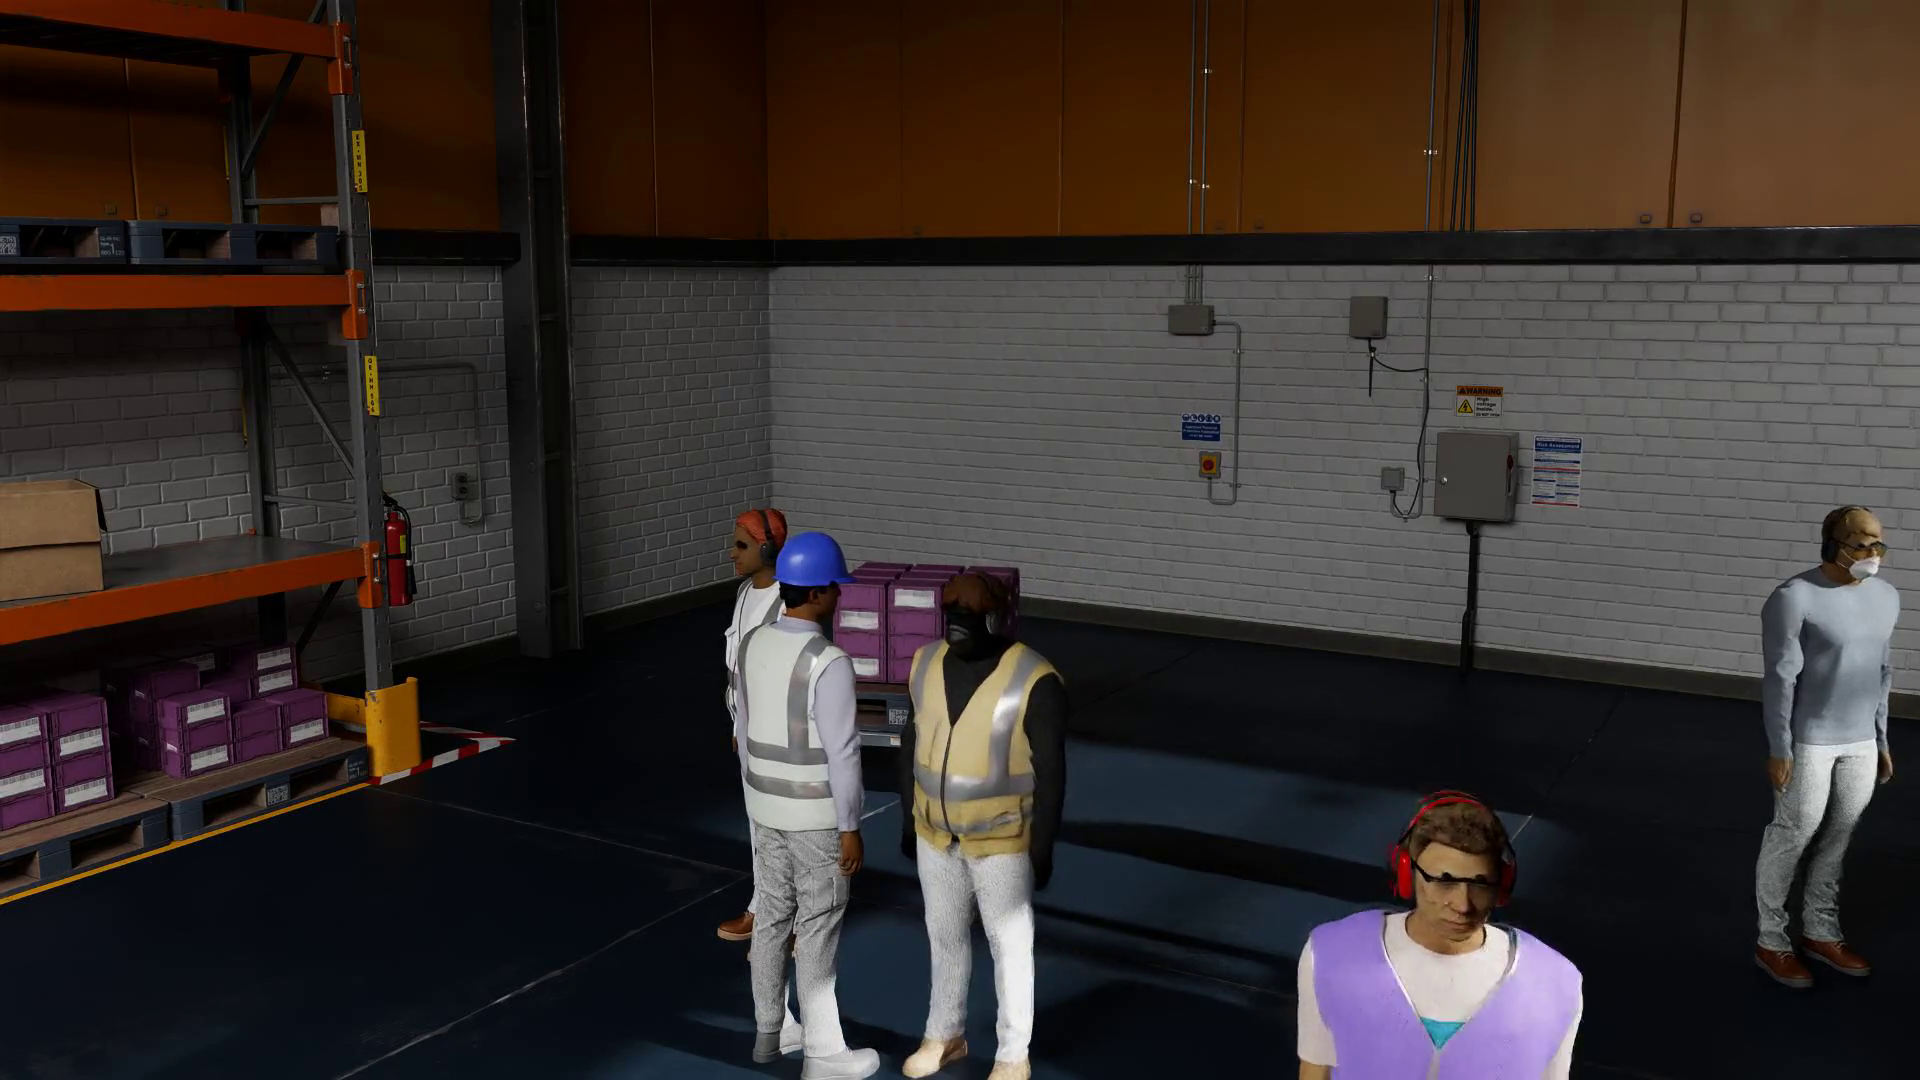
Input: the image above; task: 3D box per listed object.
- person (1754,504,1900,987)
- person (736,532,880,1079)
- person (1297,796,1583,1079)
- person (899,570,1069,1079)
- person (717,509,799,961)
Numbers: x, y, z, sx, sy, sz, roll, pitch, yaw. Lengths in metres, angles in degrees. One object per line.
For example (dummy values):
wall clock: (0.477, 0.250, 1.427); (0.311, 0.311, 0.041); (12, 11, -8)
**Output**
person: (3.484, 0.815, 6.672); (0.641, 1.936, 0.381); (-3, 10, -19)
person: (-0.540, 0.936, 5.865); (0.404, 1.945, 0.615); (-8, 12, -41)
person: (0.973, 1.383, 3.494); (0.574, 1.818, 0.839); (2, 9, 14)
person: (0.051, 1.008, 5.753); (0.634, 1.841, 0.429); (6, 11, 32)
person: (-0.799, 0.802, 6.900); (0.343, 1.882, 0.585); (-5, 11, -30)
